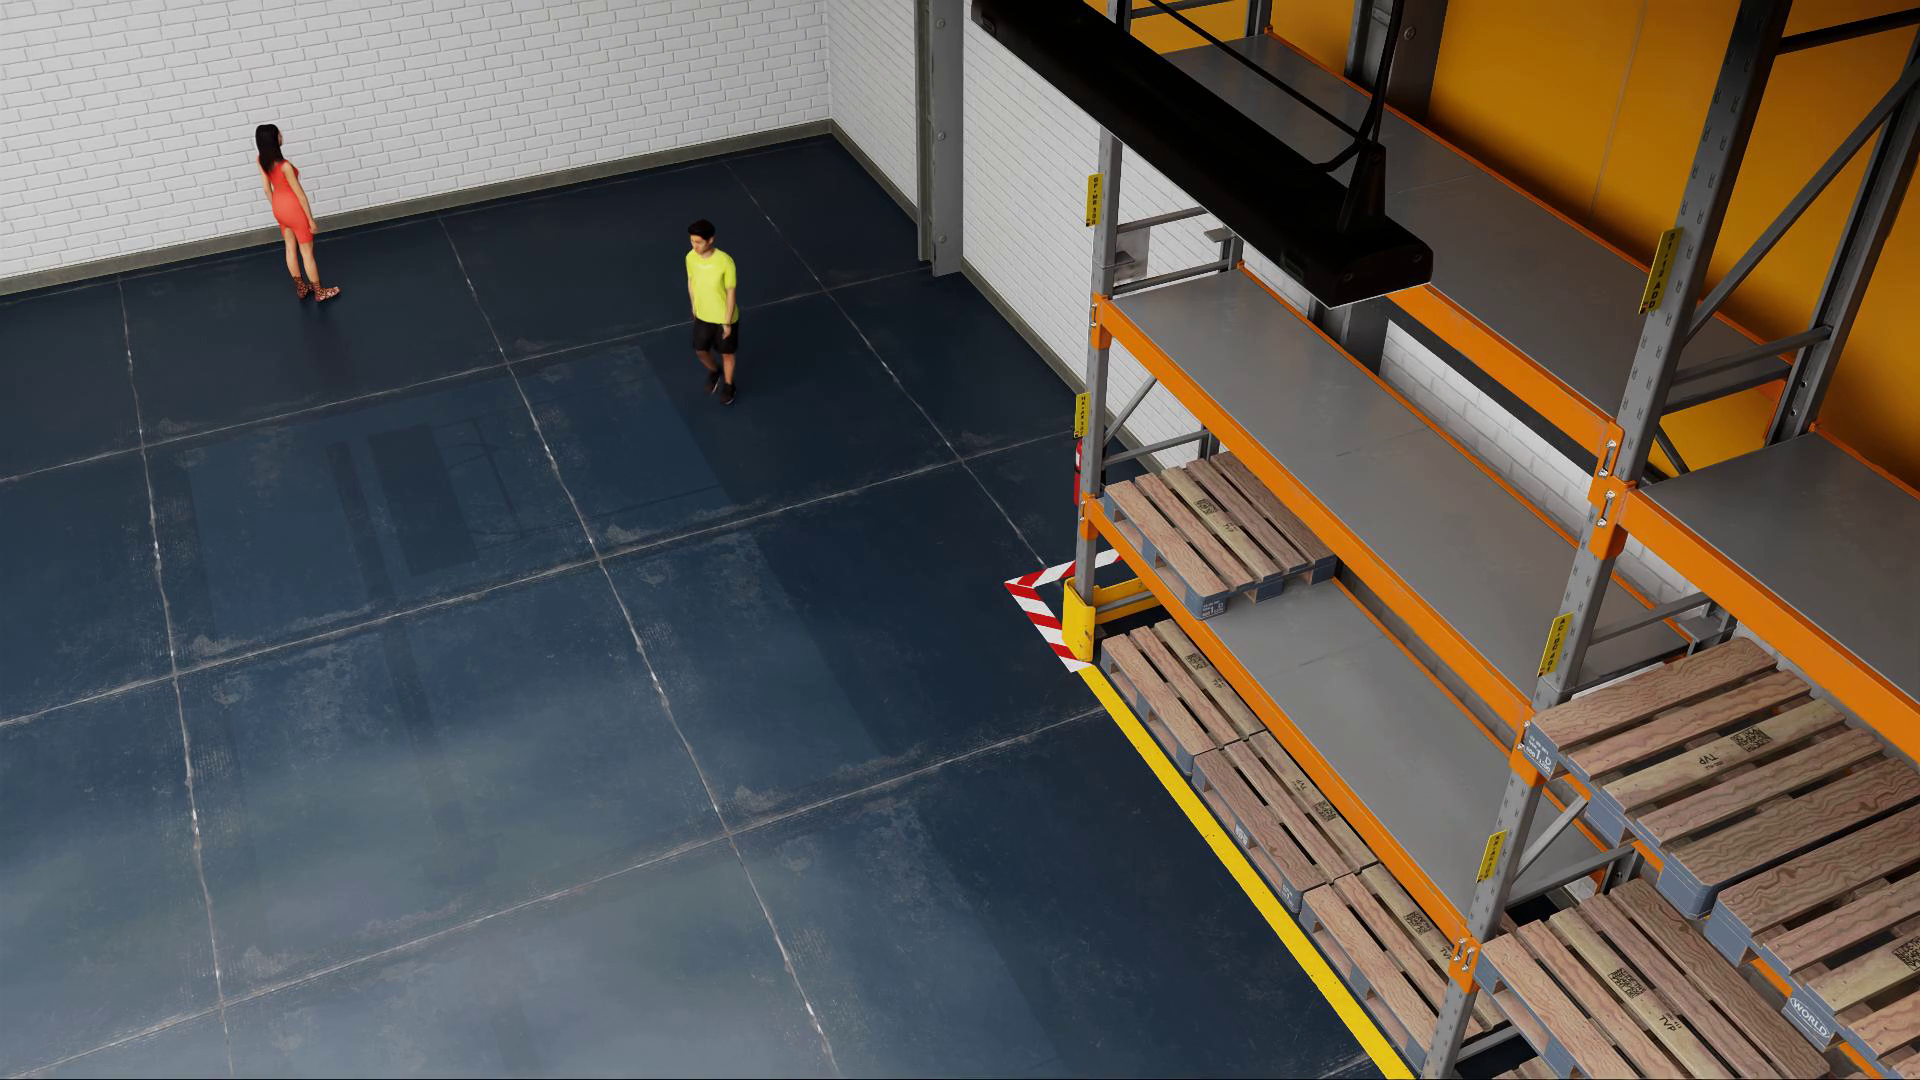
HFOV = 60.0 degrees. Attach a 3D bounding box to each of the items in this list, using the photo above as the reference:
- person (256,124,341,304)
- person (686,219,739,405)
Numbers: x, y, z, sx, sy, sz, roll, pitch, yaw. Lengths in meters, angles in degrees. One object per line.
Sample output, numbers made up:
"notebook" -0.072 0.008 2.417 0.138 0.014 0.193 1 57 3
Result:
"person" -6.019 -2.937 14.964 0.651 1.719 0.727 16 41 19
"person" -1.981 -1.921 13.712 0.772 1.695 0.831 12 40 15
